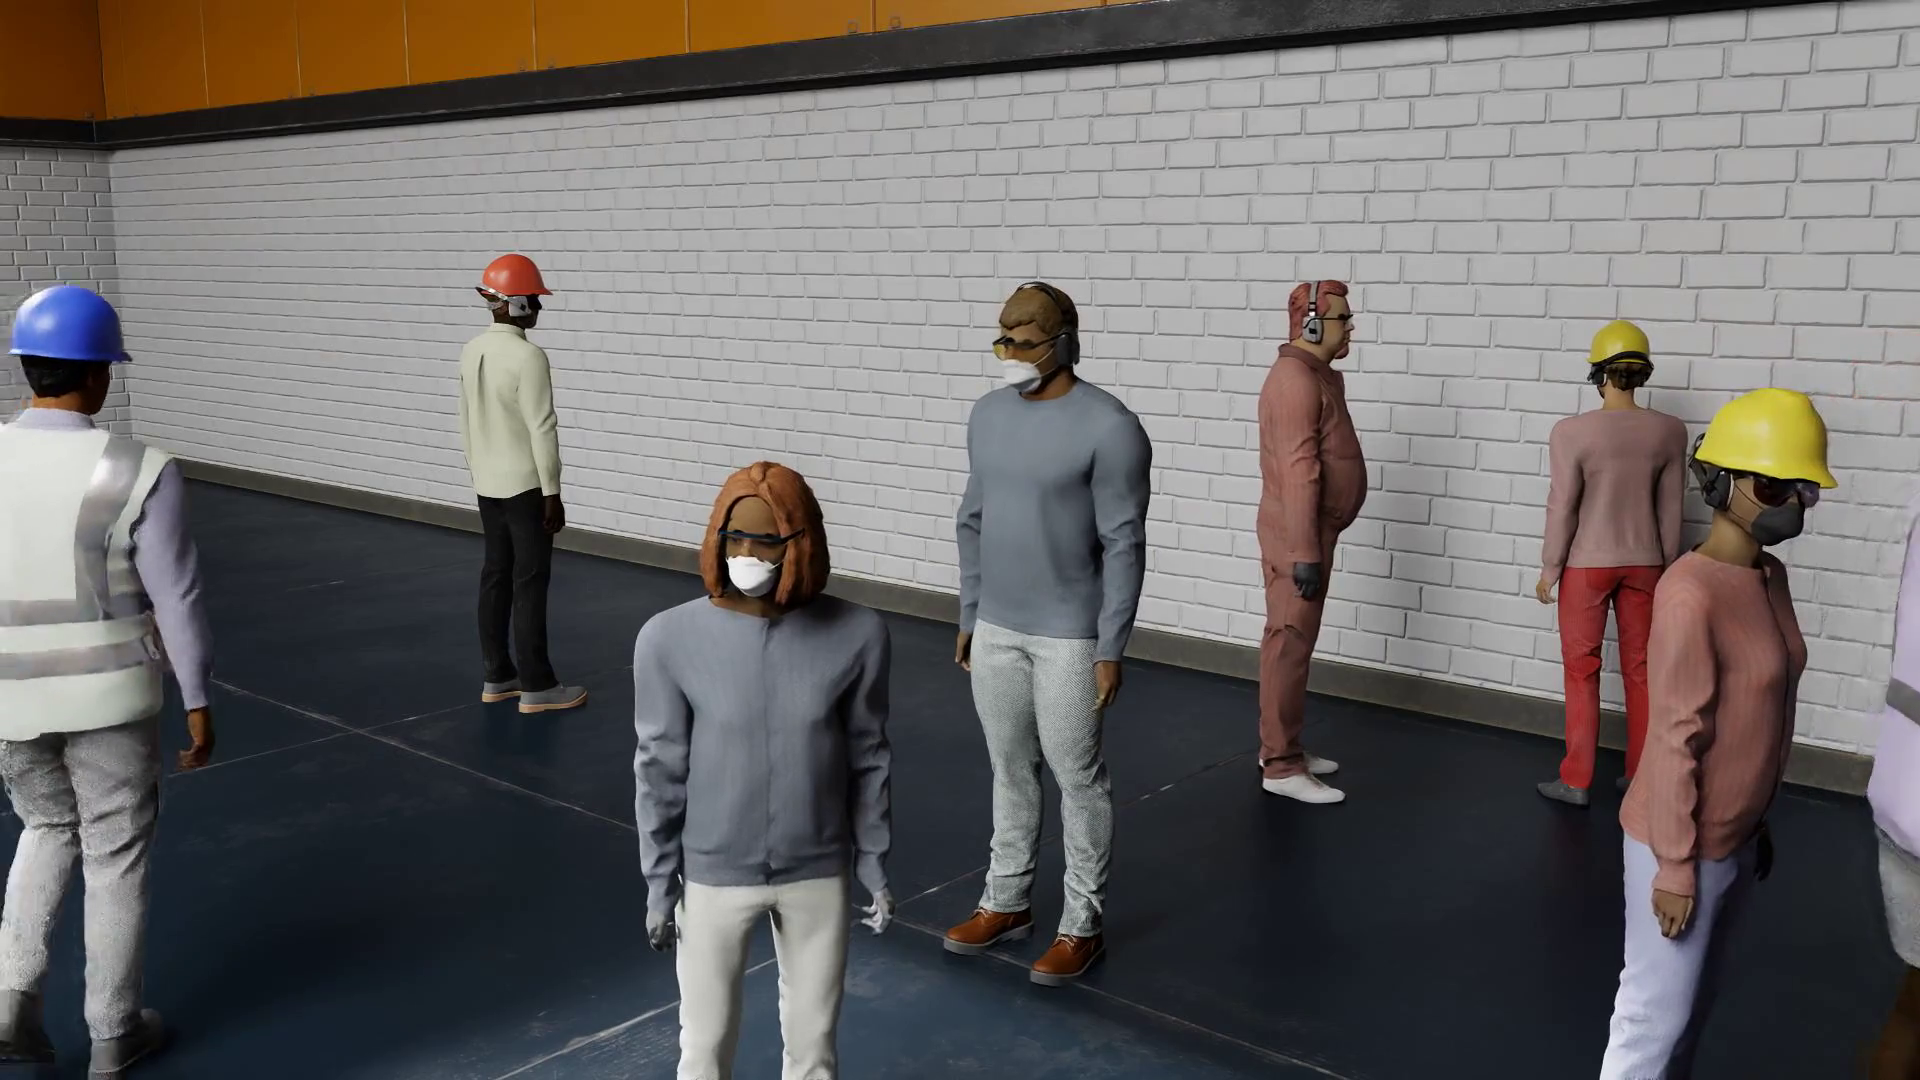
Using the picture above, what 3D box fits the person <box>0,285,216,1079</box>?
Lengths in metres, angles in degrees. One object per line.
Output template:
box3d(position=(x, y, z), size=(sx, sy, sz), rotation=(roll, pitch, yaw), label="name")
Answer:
box3d(position=(-2.107, 0.367, 3.984), size=(0.644, 1.932, 0.453), rotation=(0, 10, 1), label="person")

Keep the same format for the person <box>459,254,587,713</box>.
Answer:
box3d(position=(-1.936, -0.244, 7.299), size=(0.622, 1.993, 0.384), rotation=(9, 13, 41), label="person")

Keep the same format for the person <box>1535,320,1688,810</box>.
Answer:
box3d(position=(2.340, 0.095, 6.023), size=(0.533, 1.767, 0.326), rotation=(-1, 10, -8), label="person")

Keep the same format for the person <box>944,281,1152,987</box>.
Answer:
box3d(position=(0.228, 0.258, 4.617), size=(0.627, 1.934, 0.370), rotation=(9, 14, 43), label="person")

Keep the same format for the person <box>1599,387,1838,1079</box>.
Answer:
box3d(position=(1.477, 0.584, 3.247), size=(0.329, 1.765, 0.526), rotation=(9, 13, 41), label="person")

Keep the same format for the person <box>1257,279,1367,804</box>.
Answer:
box3d(position=(1.297, -0.002, 6.180), size=(0.401, 1.909, 0.657), rotation=(2, 10, 12), label="person")

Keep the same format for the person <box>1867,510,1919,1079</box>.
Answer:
box3d(position=(1.928, 0.527, 3.147), size=(0.462, 1.916, 0.570), rotation=(0, 10, 3), label="person")

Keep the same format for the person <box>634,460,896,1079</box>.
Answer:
box3d(position=(-0.367, 0.656, 3.205), size=(0.501, 1.631, 0.285), rotation=(-3, 10, -16), label="person")
